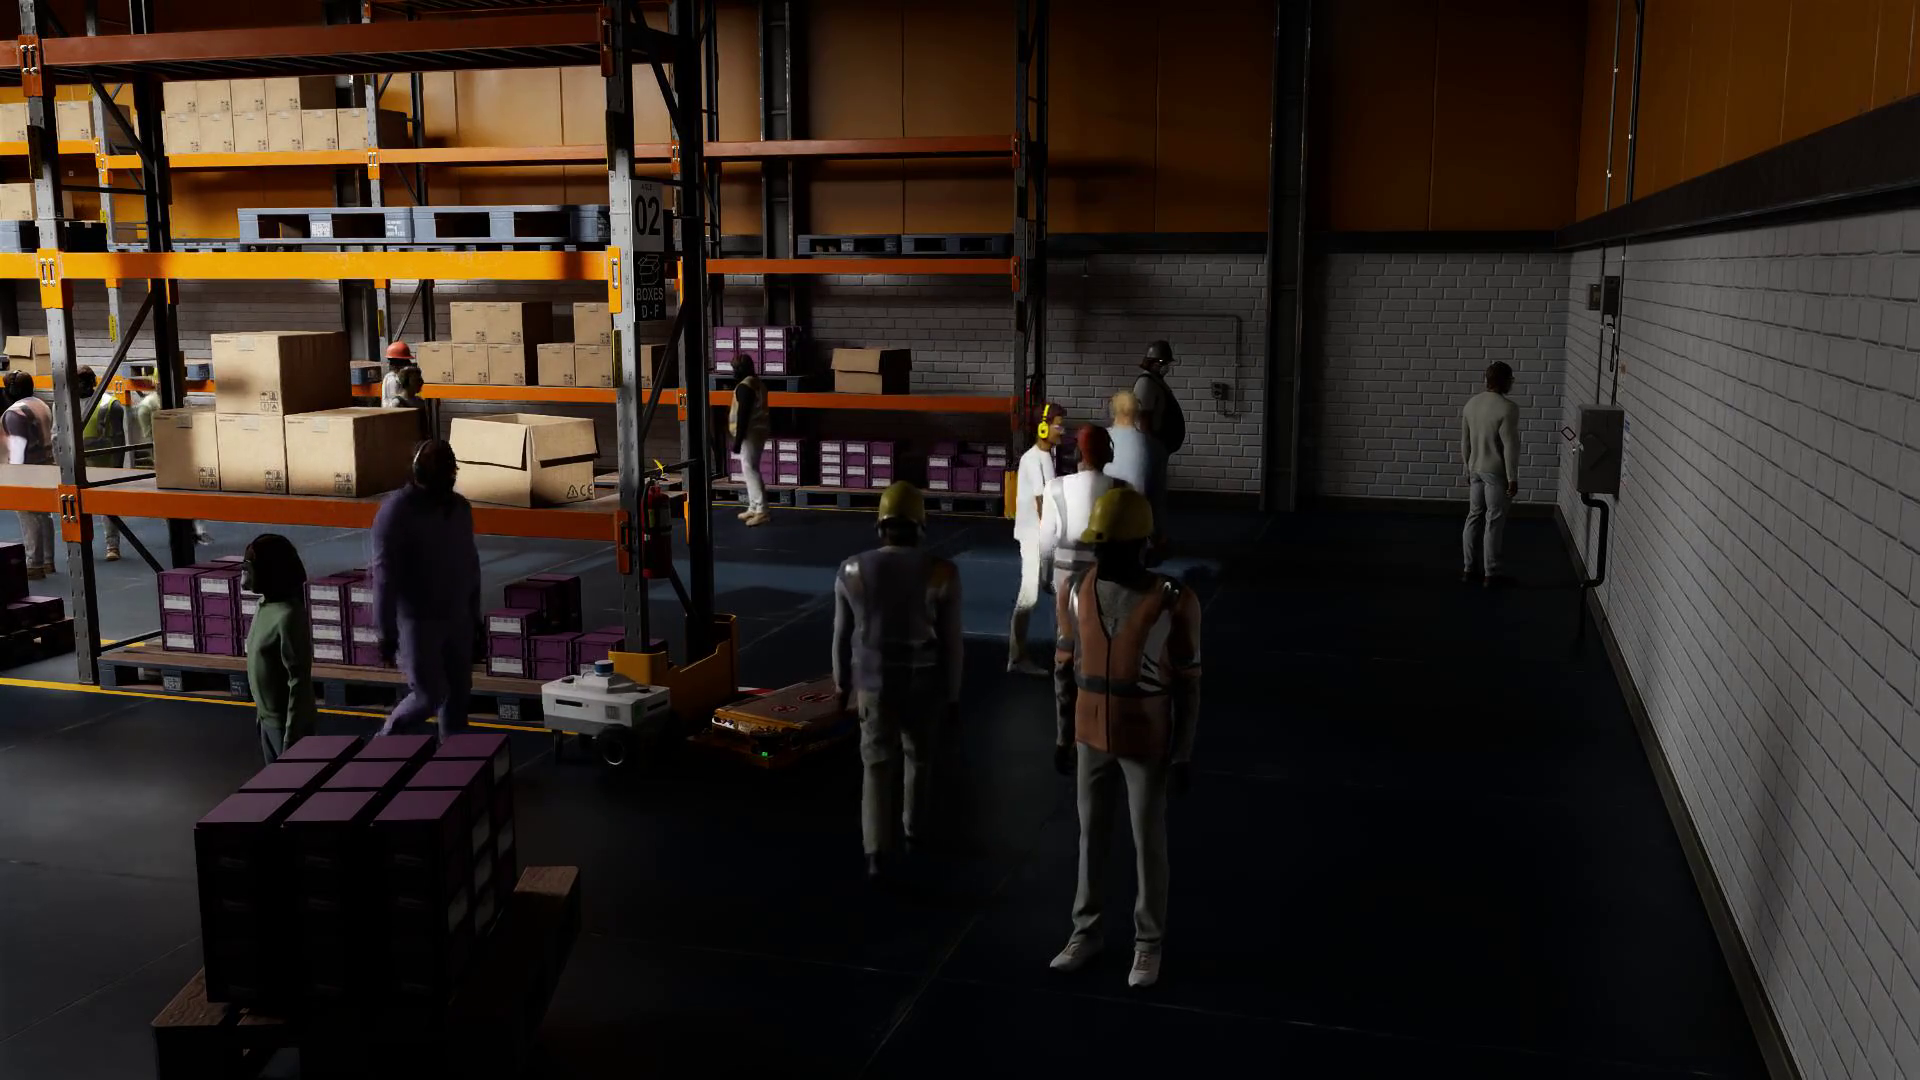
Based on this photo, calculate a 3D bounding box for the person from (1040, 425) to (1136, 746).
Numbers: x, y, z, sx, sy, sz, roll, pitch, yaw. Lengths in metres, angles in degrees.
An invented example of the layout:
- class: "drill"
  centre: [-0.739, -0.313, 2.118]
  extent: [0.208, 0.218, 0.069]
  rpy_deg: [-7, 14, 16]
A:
- class: "person"
  centre: [0.742, 0.245, 9.722]
  extent: [0.578, 1.839, 0.979]
  rpy_deg: [2, 9, 10]

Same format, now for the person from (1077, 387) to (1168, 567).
- class: "person"
  centre: [1.111, -0.088, 11.453]
  extent: [0.643, 1.921, 0.620]
  rpy_deg: [0, 9, -1]

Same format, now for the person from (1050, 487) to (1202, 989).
- class: "person"
  centre: [0.621, 0.749, 6.355]
  extent: [0.589, 1.923, 0.383]
  rpy_deg: [5, 11, 29]

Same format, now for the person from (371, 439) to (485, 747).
- class: "person"
  centre: [-2.769, 0.401, 8.601]
  extent: [0.529, 1.879, 0.691]
  rpy_deg: [5, 10, 26]

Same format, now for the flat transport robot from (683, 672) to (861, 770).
- class: "flat transport robot"
  centre: [-0.875, 1.028, 9.679]
  extent: [0.652, 0.197, 1.431]
  rpy_deg: [6, 11, 35]

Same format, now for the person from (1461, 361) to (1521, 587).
- class: "person"
  centre: [4.583, -0.568, 14.337]
  extent: [0.356, 1.938, 0.637]
  rpy_deg: [-4, 10, -23]

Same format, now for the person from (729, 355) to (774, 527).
- class: "person"
  centre: [-2.211, -1.061, 17.768]
  extent: [0.531, 1.811, 0.820]
  rpy_deg: [1, 9, 6]

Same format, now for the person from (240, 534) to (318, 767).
- class: "person"
  centre: [-2.874, 0.779, 7.042]
  extent: [0.280, 1.636, 0.501]
  rpy_deg: [-7, 12, -38]

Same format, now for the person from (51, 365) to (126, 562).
- class: "person"
  centre: [-8.119, -0.710, 15.498]
  extent: [0.633, 1.842, 0.429]
  rpy_deg: [-2, 9, -11]

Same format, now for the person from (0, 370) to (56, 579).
- class: "person"
  centre: [-8.250, -0.577, 14.689]
  extent: [0.429, 1.843, 0.632]
  rpy_deg: [-1, 9, -8]

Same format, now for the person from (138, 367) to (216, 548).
- class: "person"
  centre: [-7.616, -0.805, 16.174]
  extent: [0.504, 1.822, 0.605]
  rpy_deg: [5, 10, 26]

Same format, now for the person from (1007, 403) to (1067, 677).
- class: "person"
  centre: [0.654, 0.018, 11.047]
  extent: [0.768, 1.842, 0.496]
  rpy_deg: [3, 10, 17]

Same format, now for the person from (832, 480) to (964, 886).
- class: "person"
  centre: [-0.282, 0.631, 7.488]
  extent: [0.598, 1.796, 0.883]
  rpy_deg: [0, 9, 3]

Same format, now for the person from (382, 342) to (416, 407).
- class: "person"
  centre: [-6.086, -1.188, 18.123]
  extent: [0.373, 1.934, 0.551]
  rpy_deg: [-4, 10, -22]

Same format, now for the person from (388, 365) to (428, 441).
- class: "person"
  centre: [-5.383, -0.805, 16.217]
  extent: [0.951, 1.804, 0.523]
  rpy_deg: [3, 10, 19]

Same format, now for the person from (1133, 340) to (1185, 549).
- class: "person"
  centre: [1.943, -0.949, 16.347]
  extent: [0.536, 2.000, 0.682]
  rpy_deg: [2, 10, 14]

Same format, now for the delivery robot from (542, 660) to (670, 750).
- class: "delivery robot"
  centre: [-1.971, 0.910, 9.249]
  extent: [0.707, 0.478, 0.477]
  rpy_deg: [5, 10, 26]
